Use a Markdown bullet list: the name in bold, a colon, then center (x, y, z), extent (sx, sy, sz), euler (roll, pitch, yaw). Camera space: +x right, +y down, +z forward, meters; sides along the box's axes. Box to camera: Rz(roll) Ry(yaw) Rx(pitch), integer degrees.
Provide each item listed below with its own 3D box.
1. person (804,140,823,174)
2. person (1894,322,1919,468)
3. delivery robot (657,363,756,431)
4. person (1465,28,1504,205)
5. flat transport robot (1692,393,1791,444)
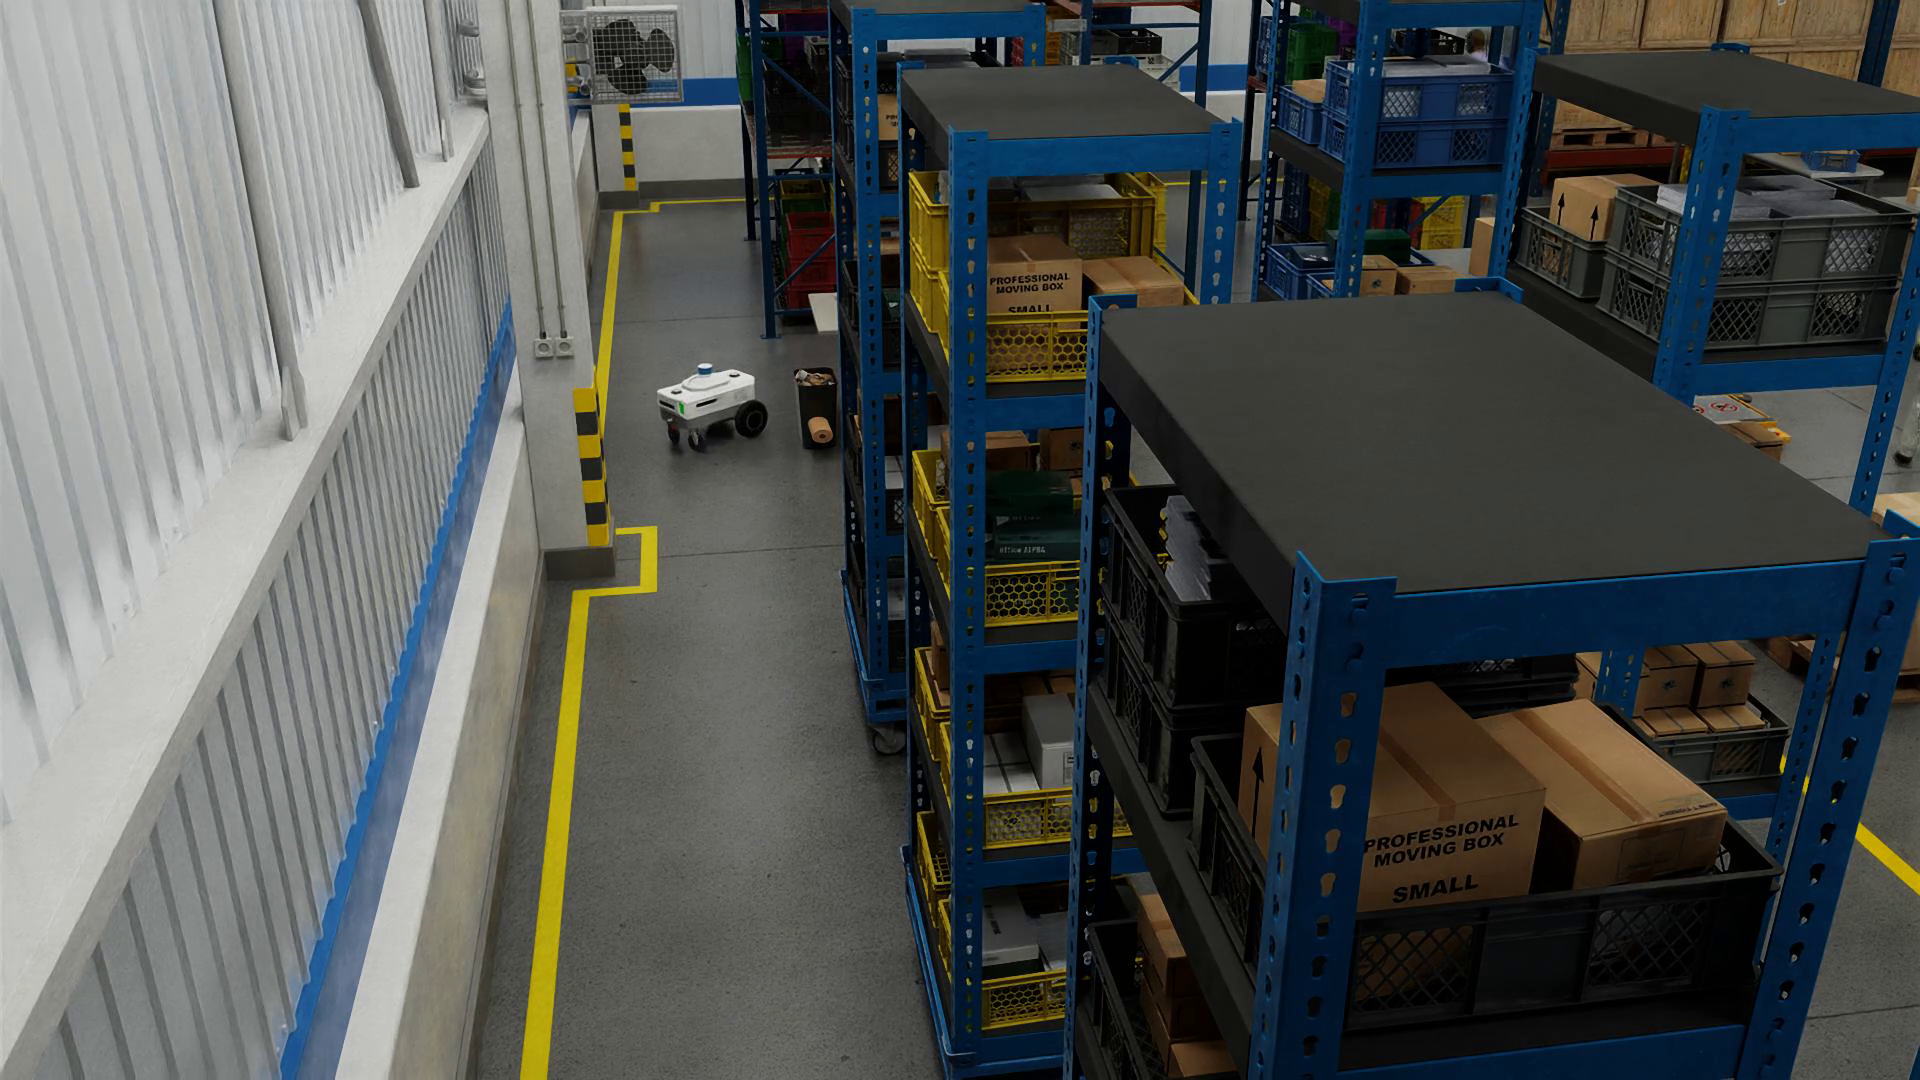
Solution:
- **person**: center (-1.610, -4.618, 18.386), extent (0.345, 1.883, 0.584), euler (10, 27, 21)
- **person**: center (6.918, -1.359, 11.414), extent (0.679, 1.800, 0.470), euler (12, 27, 24)
- **delivery robot**: center (-1.838, -1.038, 12.077), extent (0.707, 0.478, 0.477), euler (-22, 33, -39)
- **person**: center (5.778, -4.768, 18.706), extent (0.633, 1.876, 0.997), euler (-13, 28, -25)
- **flat transport robot**: center (5.224, -0.859, 12.132), extent (1.431, 0.197, 0.652), euler (-4, 25, -8)
